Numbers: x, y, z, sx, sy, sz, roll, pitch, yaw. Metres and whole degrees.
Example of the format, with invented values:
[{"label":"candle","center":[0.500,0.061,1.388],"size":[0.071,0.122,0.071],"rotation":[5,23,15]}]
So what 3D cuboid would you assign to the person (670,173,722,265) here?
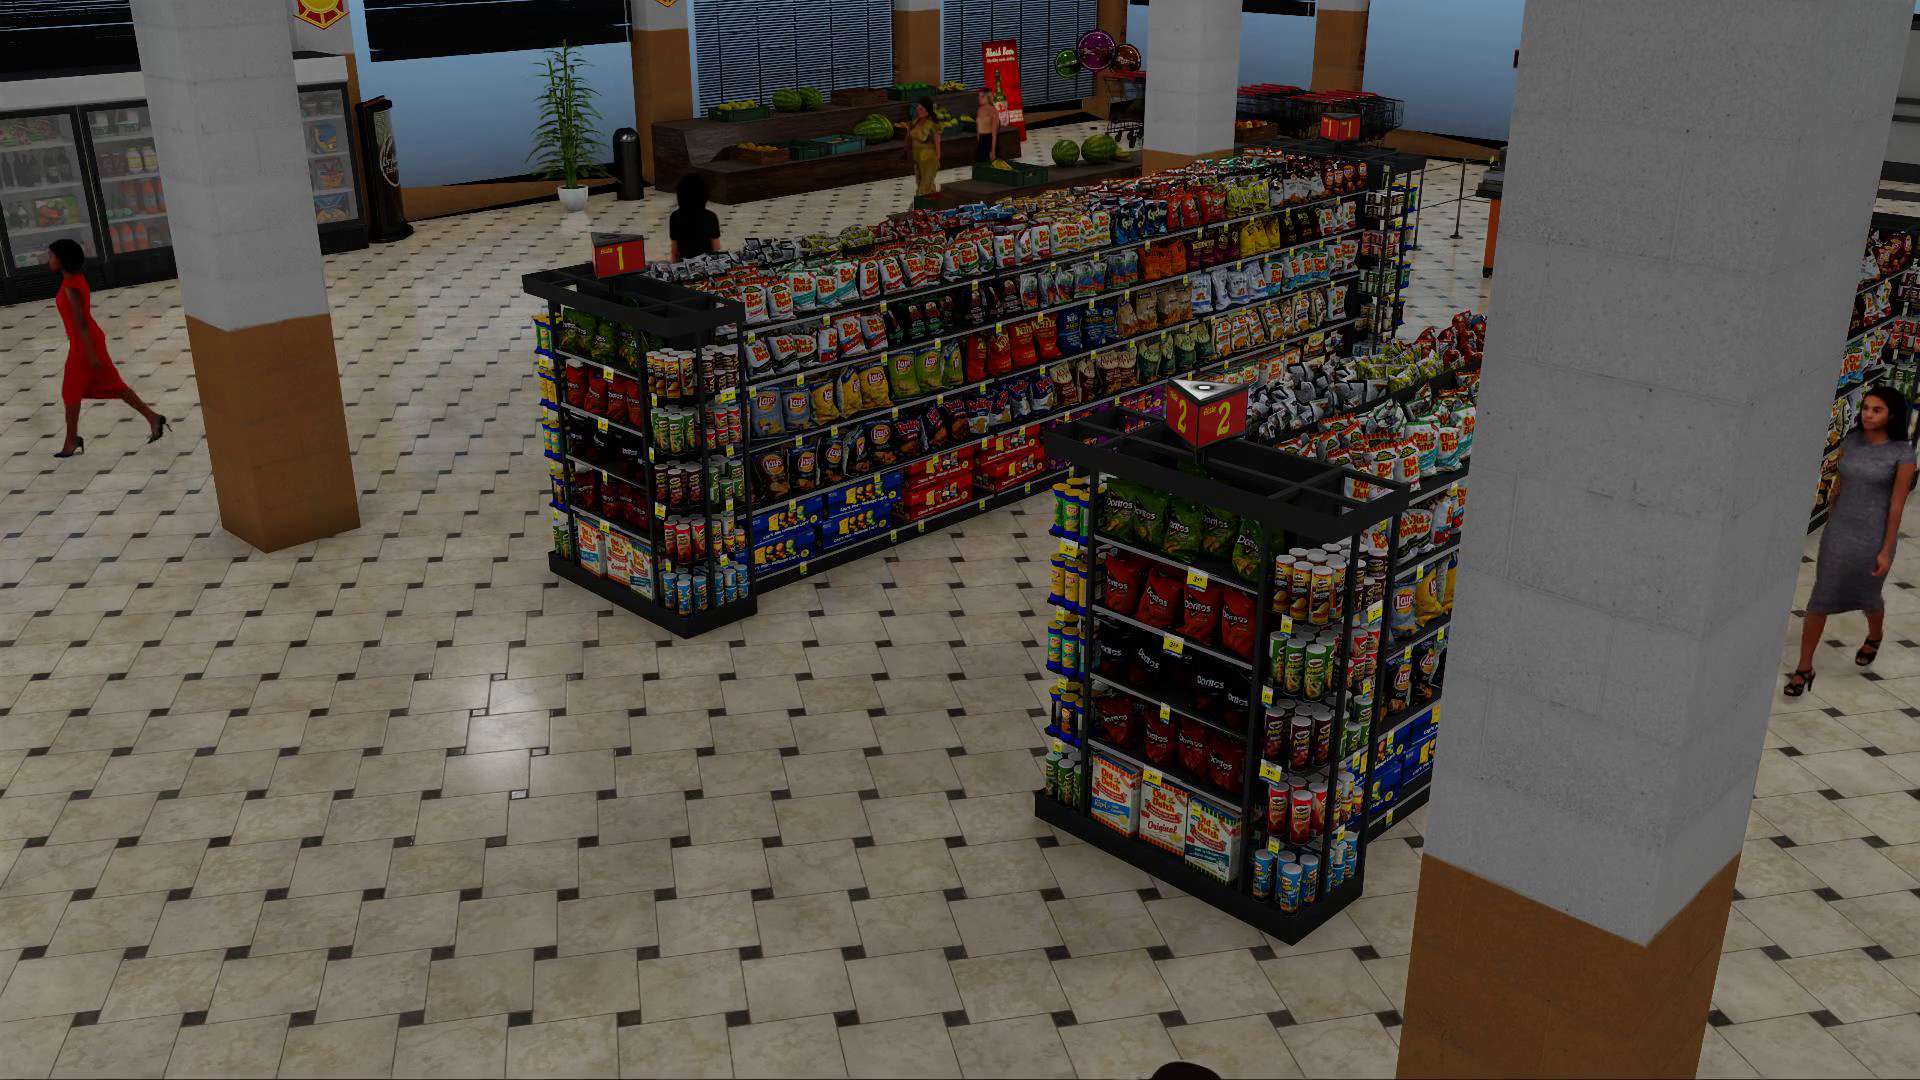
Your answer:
[{"label":"person","center":[-2.406,-2.403,15.147],"size":[0.947,1.815,1.055],"rotation":[3,22,8]}]

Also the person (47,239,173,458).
[{"label":"person","center":[-6.705,-1.474,12.989],"size":[1.171,1.699,0.871],"rotation":[-8,23,-20]}]

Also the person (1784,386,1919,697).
[{"label":"person","center":[5.034,0.020,9.215],"size":[1.118,1.741,0.679],"rotation":[-17,27,-35]}]

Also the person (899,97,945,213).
[{"label":"person","center":[-0.405,-4.937,21.721],"size":[0.821,1.614,1.222],"rotation":[18,28,38]}]

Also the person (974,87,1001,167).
[{"label":"person","center":[0.449,-5.382,22.838],"size":[1.000,1.609,0.601],"rotation":[-20,29,-41]}]
